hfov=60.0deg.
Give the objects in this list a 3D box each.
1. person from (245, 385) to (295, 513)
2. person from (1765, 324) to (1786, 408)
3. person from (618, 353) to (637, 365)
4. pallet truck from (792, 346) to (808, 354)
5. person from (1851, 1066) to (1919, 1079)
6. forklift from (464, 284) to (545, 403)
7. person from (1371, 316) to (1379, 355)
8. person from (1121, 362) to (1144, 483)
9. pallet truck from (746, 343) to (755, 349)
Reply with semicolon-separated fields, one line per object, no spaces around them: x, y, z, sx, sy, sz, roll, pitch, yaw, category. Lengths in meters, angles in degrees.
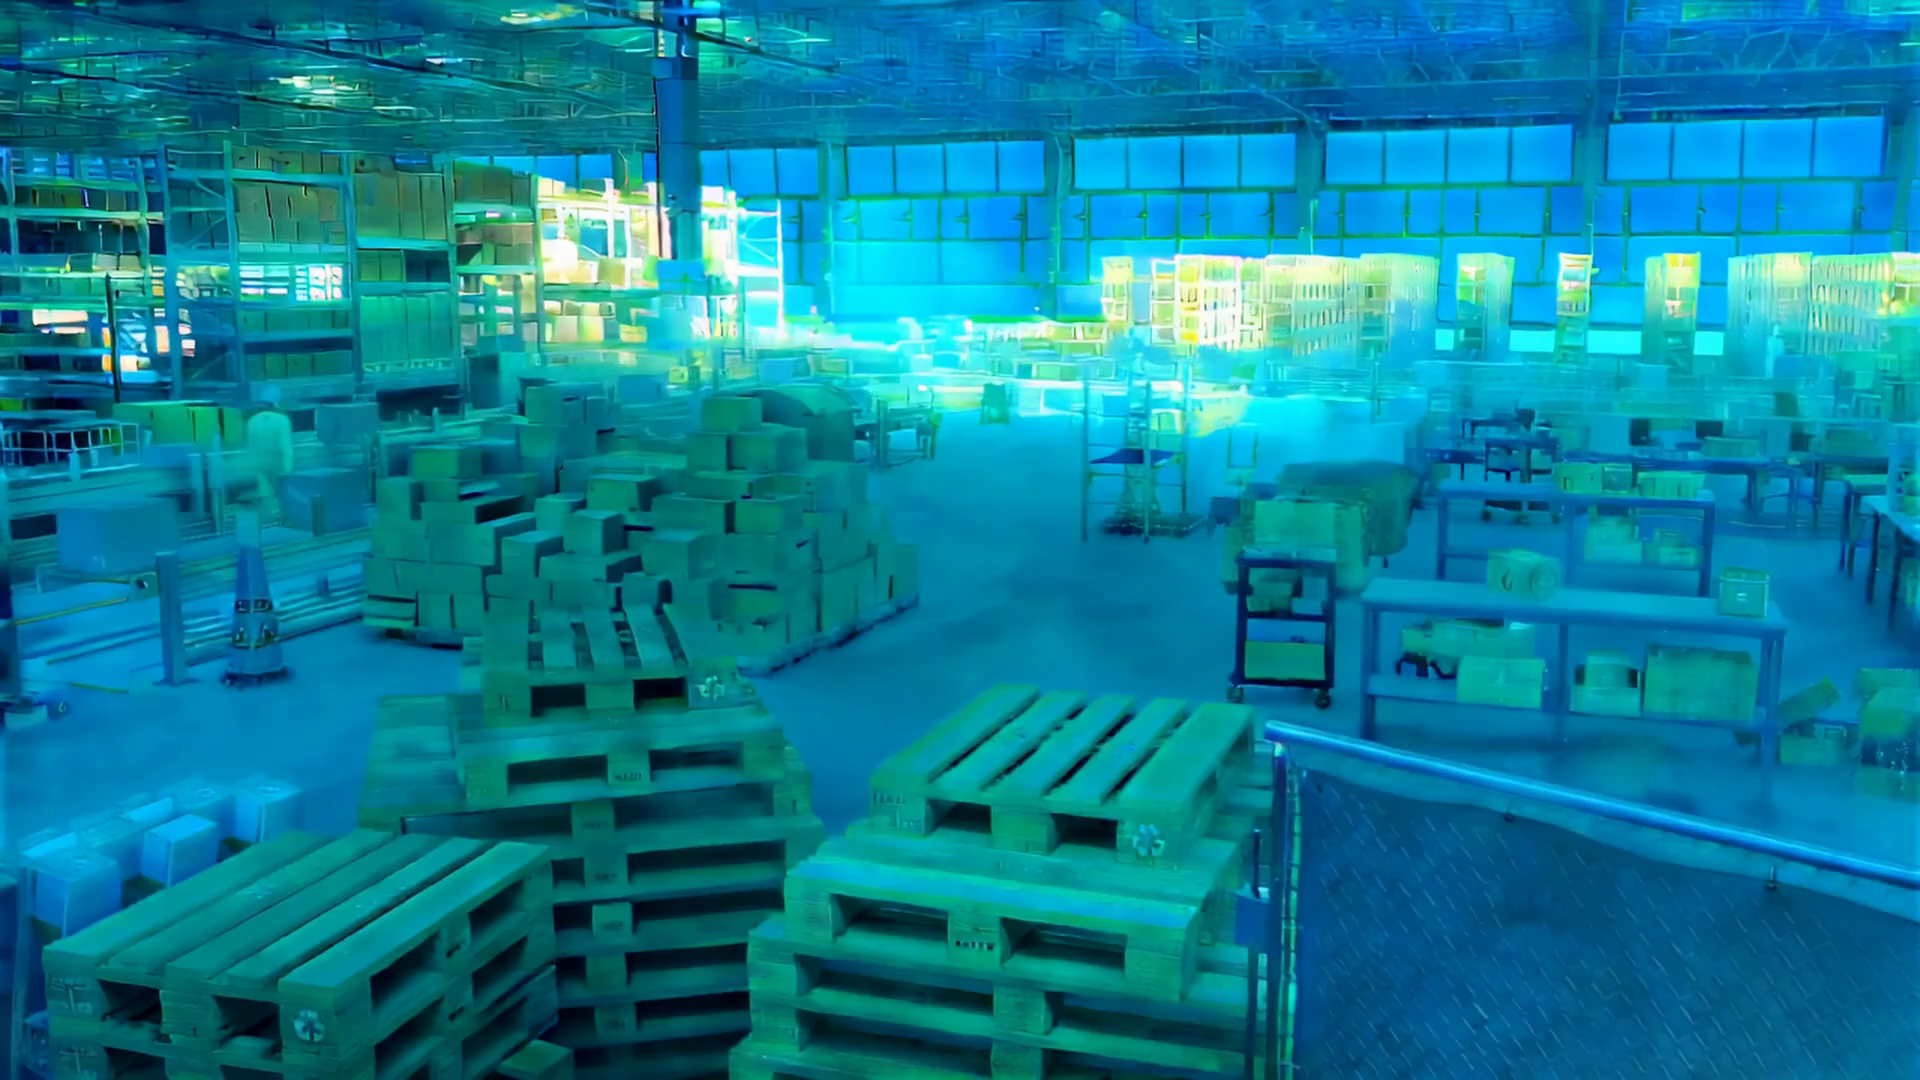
-7.739;-0.828;18.639;0.599;1.812;0.710;3;9;18;person
18.719;-3.986;38.169;0.409;1.909;0.639;6;11;34;person
-8.906;-4.990;44.551;0.646;1.879;1.083;8;12;42;person
-3.705;-4.298;42.022;0.653;1.274;1.630;3;10;20;pallet truck
3.231;1.207;5.191;0.610;2.030;0.664;-9;12;-43;person
-10.832;-4.702;39.610;1.129;2.768;1.873;3;10;20;forklift
13.106;-6.336;52.653;0.388;1.992;0.621;3;10;19;person
2.525;-1.713;24.323;0.297;1.772;0.533;3;10;19;person
-6.183;-4.618;44.264;1.601;1.201;0.680;-9;12;-43;pallet truck
